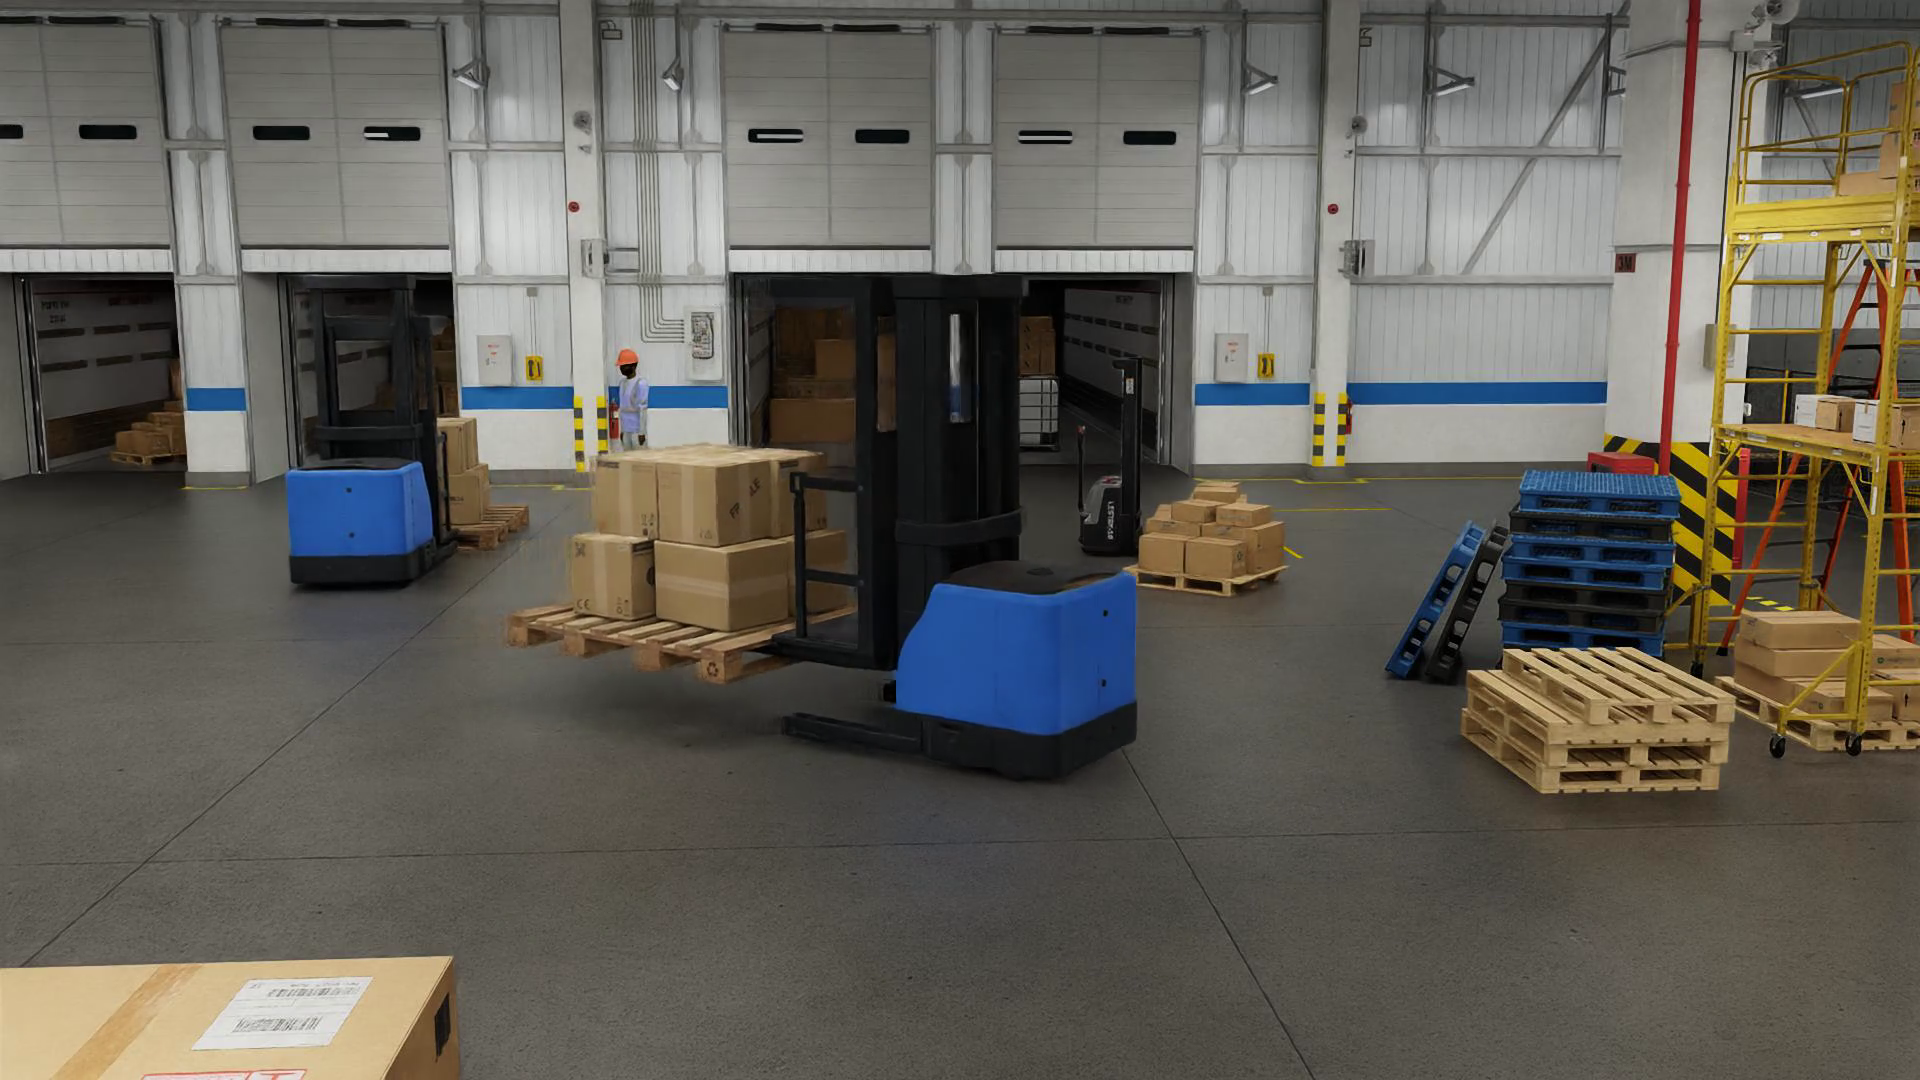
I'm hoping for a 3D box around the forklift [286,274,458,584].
[{"bbox_3d":[-5.550,-1.092,15.605,1.129,2.768,1.873,-1,9,-4],"label":"forklift"}]

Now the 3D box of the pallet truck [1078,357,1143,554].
[{"bbox_3d":[2.088,-0.836,16.757,1.885,1.965,0.823,2,9,13],"label":"pallet truck"}]

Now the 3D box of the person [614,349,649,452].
[{"bbox_3d":[-4.011,-1.367,20.316,0.389,1.930,0.544,-8,12,-41],"label":"person"}]

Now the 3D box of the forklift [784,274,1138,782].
[{"bbox_3d":[0.024,-0.165,9.784,1.873,2.768,1.129,6,11,34],"label":"forklift"}]
